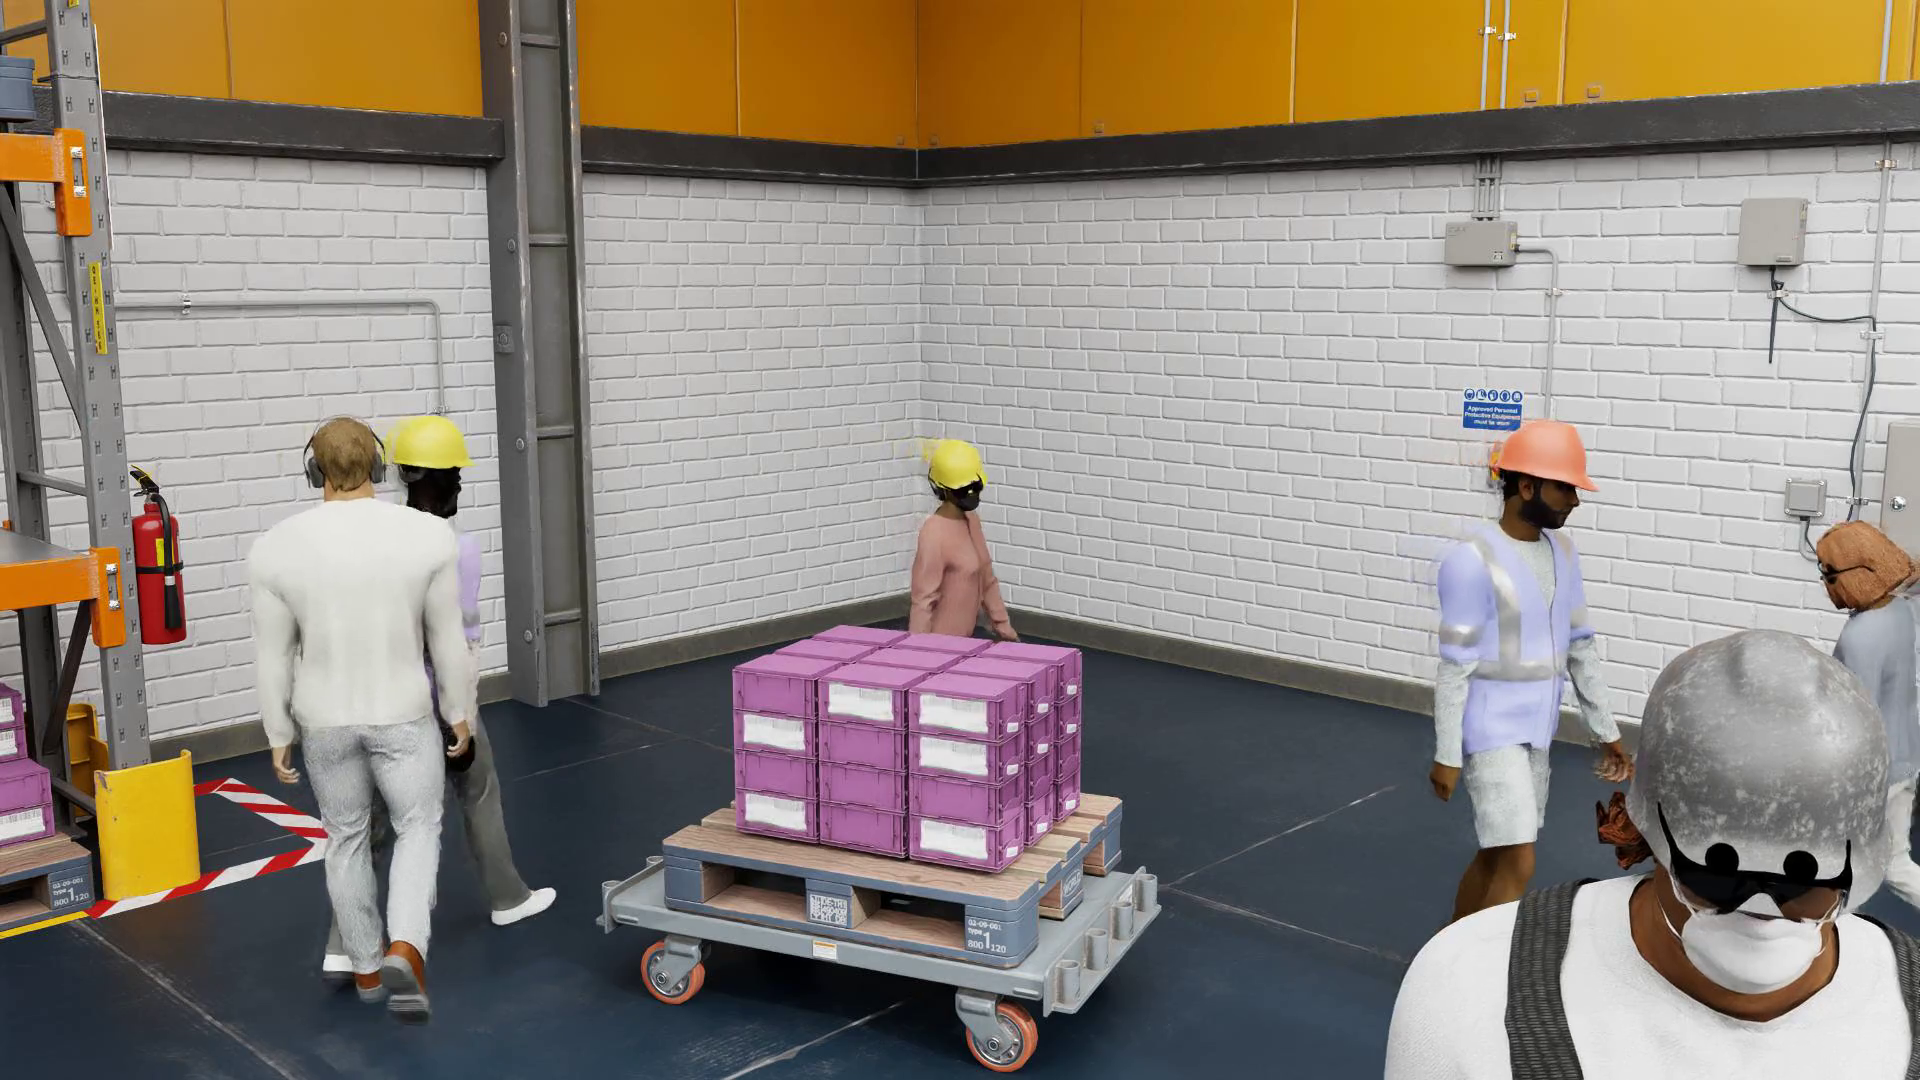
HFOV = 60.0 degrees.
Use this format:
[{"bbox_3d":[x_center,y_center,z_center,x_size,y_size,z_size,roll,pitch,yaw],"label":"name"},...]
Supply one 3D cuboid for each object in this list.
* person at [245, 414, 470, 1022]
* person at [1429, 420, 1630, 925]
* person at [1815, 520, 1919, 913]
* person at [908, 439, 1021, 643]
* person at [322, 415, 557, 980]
[{"bbox_3d":[-1.857,0.569,5.182,0.639,1.923,0.718,-3,10,-16],"label":"person"},{"bbox_3d":[1.719,0.589,5.084,0.563,1.903,0.640,-7,12,-37],"label":"person"},{"bbox_3d":[2.893,0.732,5.156,0.529,1.597,0.729,-9,13,-43],"label":"person"},{"bbox_3d":[-0.070,0.430,6.709,0.886,1.707,0.540,2,9,11],"label":"person"},{"bbox_3d":[-1.832,0.518,5.658,0.606,1.882,0.985,5,10,27],"label":"person"}]
